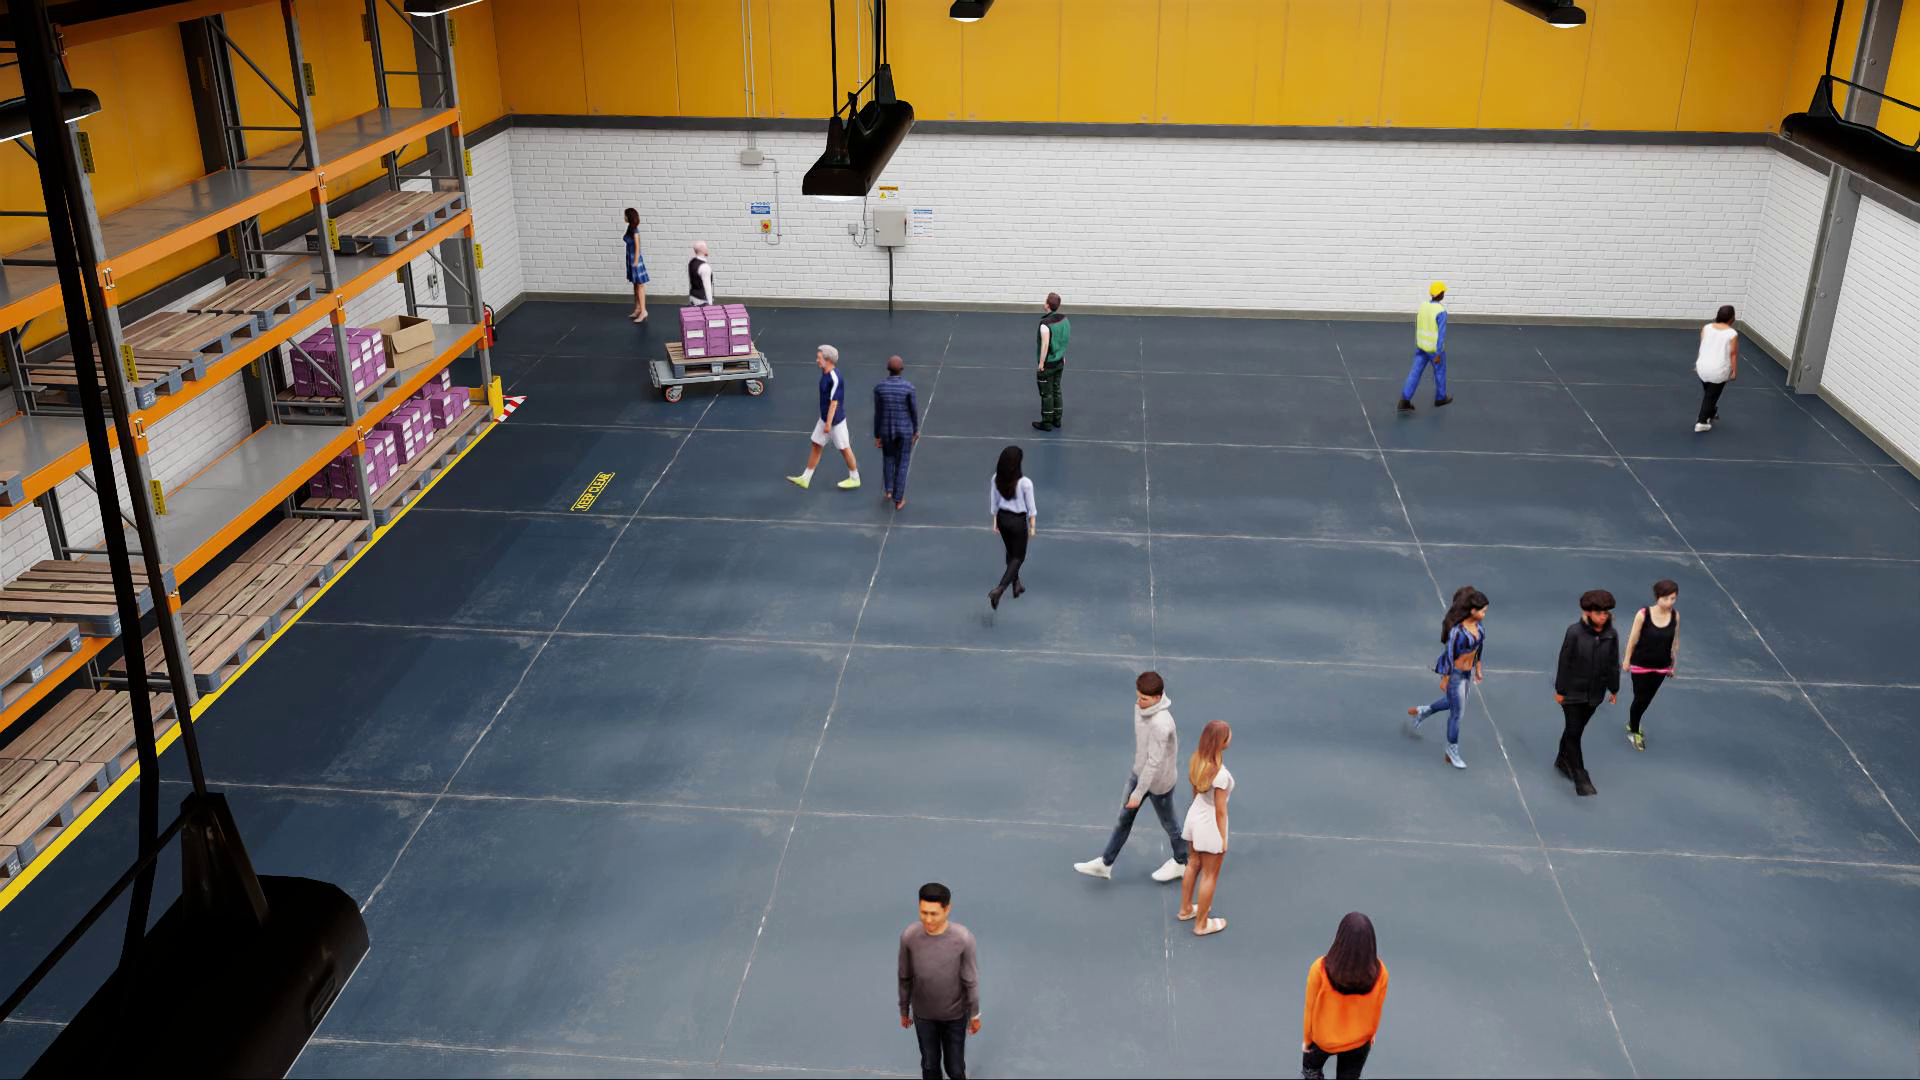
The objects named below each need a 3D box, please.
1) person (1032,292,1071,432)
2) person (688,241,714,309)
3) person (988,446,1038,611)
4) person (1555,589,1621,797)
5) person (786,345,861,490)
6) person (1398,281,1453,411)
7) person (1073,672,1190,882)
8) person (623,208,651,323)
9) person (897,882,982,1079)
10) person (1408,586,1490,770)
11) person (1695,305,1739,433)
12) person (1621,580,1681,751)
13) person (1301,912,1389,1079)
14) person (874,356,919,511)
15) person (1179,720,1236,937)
[{"bbox_3d":[1.179,-2.342,21.732,0.808,1.843,0.719,19,30,37],"label":"person"},{"bbox_3d":[-3.843,-3.445,24.301,1.016,1.805,0.971,-16,28,-32],"label":"person"},{"bbox_3d":[0.488,-0.094,16.741,0.935,1.721,1.158,13,27,27],"label":"person"},{"bbox_3d":[5.126,1.185,13.778,0.800,1.751,1.075,-4,24,-8],"label":"person"},{"bbox_3d":[-1.421,-1.426,19.695,1.046,1.796,1.155,-9,25,-19],"label":"person"},{"bbox_3d":[6.232,-2.555,22.305,1.215,1.773,1.221,-15,28,-30],"label":"person"},{"bbox_3d":[1.530,1.779,12.359,1.079,1.799,1.184,-10,25,-21],"label":"person"},{"bbox_3d":[-5.179,-4.382,26.444,0.784,1.806,0.671,-10,26,-22],"label":"person"},{"bbox_3d":[-0.093,2.793,10.090,0.794,1.757,0.714,2,24,5],"label":"person"},{"bbox_3d":[4.167,1.118,14.106,0.953,1.610,0.985,-20,31,-38],"label":"person"},{"bbox_3d":[9.800,-2.227,21.690,0.951,1.665,0.934,-11,26,-24],"label":"person"},{"bbox_3d":[5.957,1.016,14.432,0.618,1.537,0.719,-2,24,-4],"label":"person"},{"bbox_3d":[2.239,2.968,9.713,0.645,1.738,0.628,0,24,-1],"label":"person"},{"bbox_3d":[-0.738,-1.217,19.218,0.661,1.795,0.849,3,24,8],"label":"person"},{"bbox_3d":[1.760,2.044,11.882,0.707,1.695,0.606,-8,25,-17],"label":"person"}]
